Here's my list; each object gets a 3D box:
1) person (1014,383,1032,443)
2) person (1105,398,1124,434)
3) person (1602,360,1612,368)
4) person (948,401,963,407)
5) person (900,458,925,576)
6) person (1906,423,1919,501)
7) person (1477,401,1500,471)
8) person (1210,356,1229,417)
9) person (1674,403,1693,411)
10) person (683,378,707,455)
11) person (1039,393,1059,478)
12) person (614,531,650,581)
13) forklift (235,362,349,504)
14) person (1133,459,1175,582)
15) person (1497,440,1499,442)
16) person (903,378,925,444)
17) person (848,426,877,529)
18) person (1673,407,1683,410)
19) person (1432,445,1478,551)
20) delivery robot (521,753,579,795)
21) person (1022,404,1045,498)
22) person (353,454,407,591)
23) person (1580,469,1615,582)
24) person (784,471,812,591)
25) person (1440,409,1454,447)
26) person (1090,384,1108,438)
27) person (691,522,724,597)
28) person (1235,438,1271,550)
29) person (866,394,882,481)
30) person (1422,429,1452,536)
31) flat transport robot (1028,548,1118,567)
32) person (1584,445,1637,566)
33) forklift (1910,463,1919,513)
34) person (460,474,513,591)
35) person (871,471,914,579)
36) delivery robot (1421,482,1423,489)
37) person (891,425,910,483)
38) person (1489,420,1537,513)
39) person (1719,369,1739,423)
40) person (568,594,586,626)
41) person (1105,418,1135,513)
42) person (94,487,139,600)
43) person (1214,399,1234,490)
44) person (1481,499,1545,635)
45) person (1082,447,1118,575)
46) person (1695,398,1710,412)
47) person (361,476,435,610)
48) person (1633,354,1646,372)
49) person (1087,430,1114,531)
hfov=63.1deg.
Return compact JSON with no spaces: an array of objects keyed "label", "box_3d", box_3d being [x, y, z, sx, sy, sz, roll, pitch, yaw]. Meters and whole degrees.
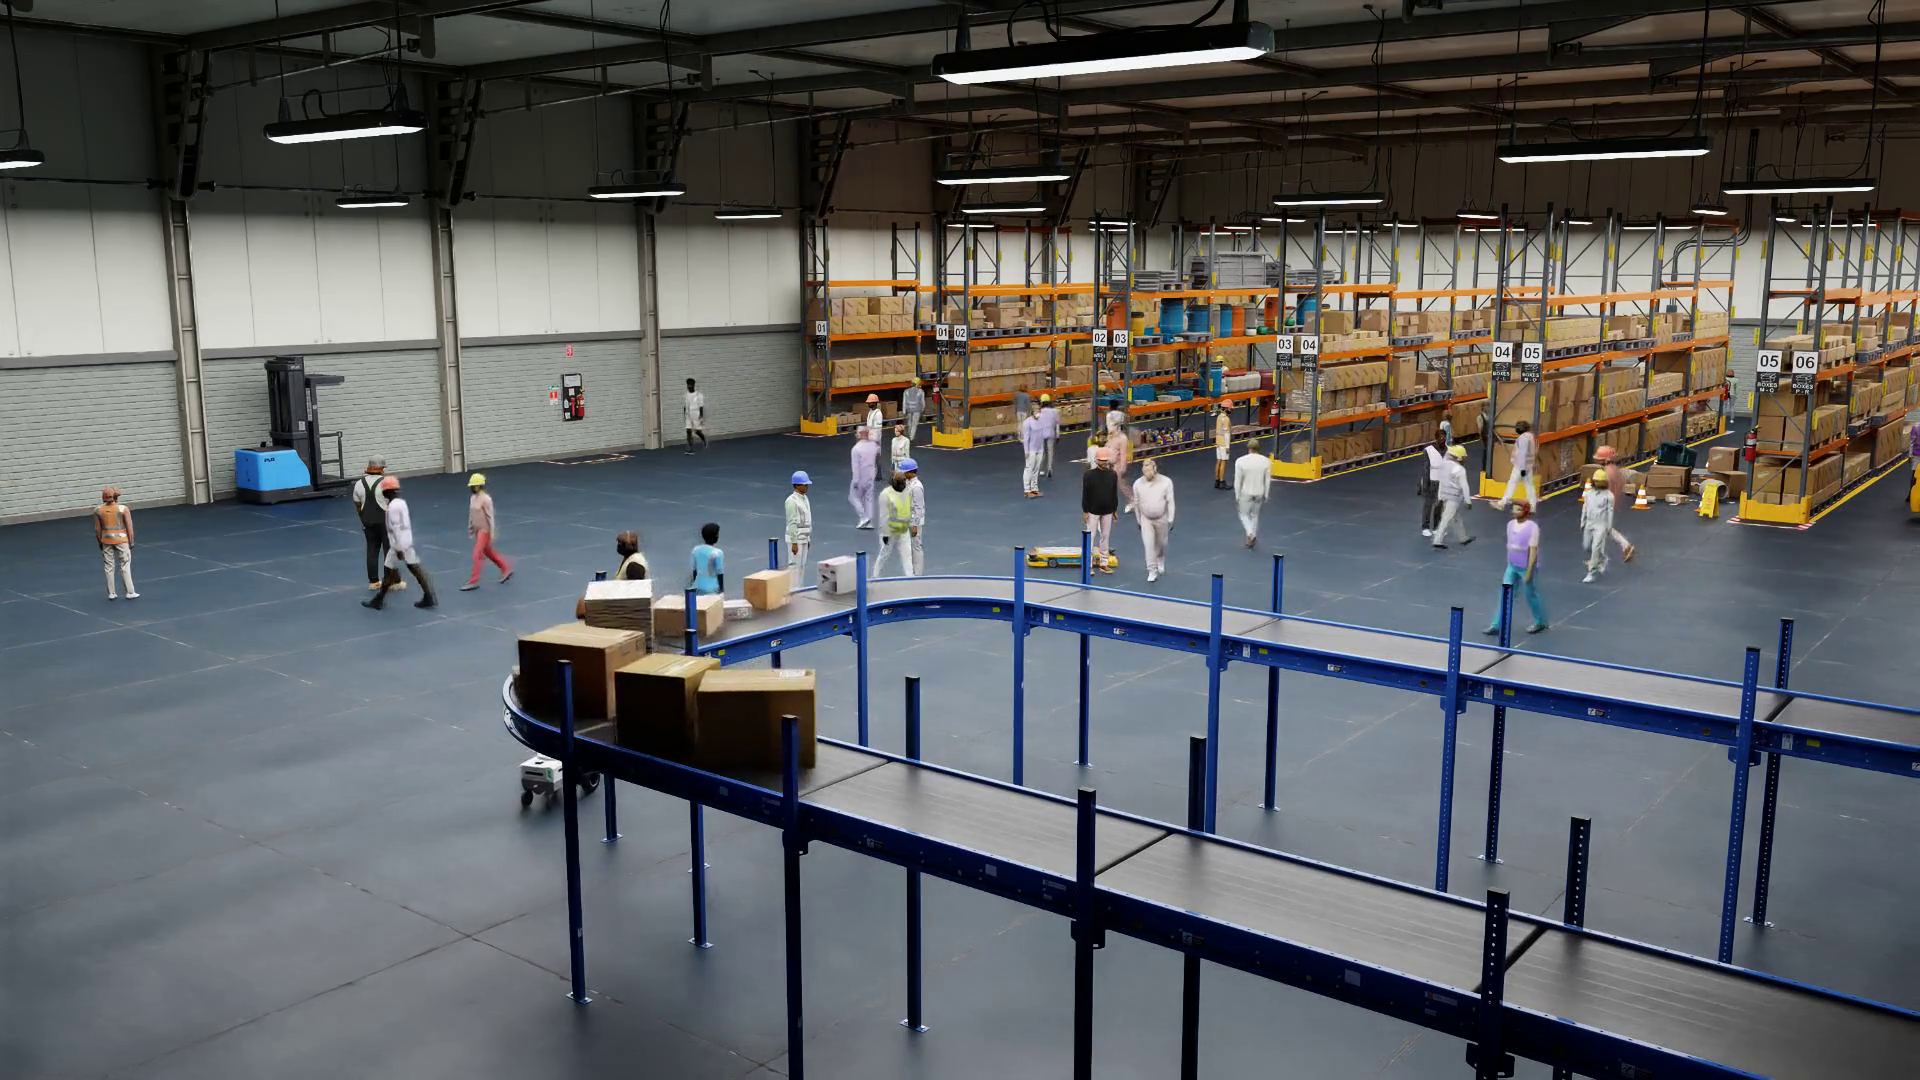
[{"label":"person","box_3d":[1.731,-3.440,42.254,0.539,1.616,0.464,7,13,36]},{"label":"person","box_3d":[3.587,-2.476,36.660,0.363,1.688,0.538,9,14,42]},{"label":"person","box_3d":[20.508,-4.926,49.818,0.834,1.913,0.556,2,10,13]},{"label":"person","box_3d":[-0.121,-3.744,43.295,0.520,1.865,0.335,8,13,38]},{"label":"person","box_3d":[-0.724,-0.270,23.523,0.395,1.940,0.601,-3,10,-16]},{"label":"person","box_3d":[19.554,-1.727,31.738,0.552,1.933,0.372,8,13,37]},{"label":"person","box_3d":[11.769,-2.191,34.760,0.604,1.791,0.657,0,10,3]},{"label":"person","box_3d":[8.176,-4.849,49.334,0.588,1.927,0.370,7,12,36]},{"label":"person","box_3d":[21.238,-4.222,46.068,1.003,1.822,0.616,4,11,21]},{"label":"person","box_3d":[-6.745,-3.157,39.749,0.628,1.950,0.705,4,11,24]},{"label":"person","box_3d":[1.957,-2.375,35.497,0.590,1.899,0.856,0,10,3]},{"label":"person","box_3d":[-3.746,0.780,18.036,0.947,1.802,0.626,-4,11,-21]},{"label":"forklift","box_3d":[-13.803,-2.244,32.110,1.129,2.768,1.873,8,13,37]},{"label":"person","box_3d":[2.991,-0.342,24.144,0.652,1.868,0.871,2,10,9]},{"label":"person","box_3d":[13.641,-2.987,39.059,0.593,1.850,0.848,8,13,39]},{"label":"person","box_3d":[-1.237,-3.470,42.068,0.589,1.772,0.921,3,11,17]},{"label":"person","box_3d":[-1.780,-1.131,28.491,0.420,1.898,0.639,8,13,38]},{"label":"person","box_3d":[21.475,-4.339,46.688,0.581,1.846,0.531,7,12,33]},{"label":"person","box_3d":[8.410,-0.709,26.435,0.927,1.778,0.612,-2,10,-12]},{"label":"delivery robot","box_3d":[-3.678,2.048,14.232,0.477,0.478,0.707,3,11,18]},{"label":"person","box_3d":[1.540,-1.856,32.457,0.362,1.936,0.631,9,13,41]},{"label":"person","box_3d":[-8.602,-0.257,23.286,0.683,2.000,0.538,2,10,12]},{"label":"person","box_3d":[9.786,-0.242,23.956,0.640,1.727,0.493,-7,12,-33]},{"label":"person","box_3d":[-2.262,-0.008,22.026,0.393,1.949,0.602,2,10,13]},{"label":"person","box_3d":[10.676,-2.053,34.410,0.310,1.636,0.523,1,10,3]},{"label":"person","box_3d":[3.562,-3.113,40.086,0.547,1.745,0.595,5,11,28]},{"label":"person","box_3d":[-3.156,0.614,19.328,0.531,1.668,0.790,8,13,39]},{"label":"person","box_3d":[4.933,-0.760,26.343,0.633,1.922,0.640,-2,10,-9]},{"label":"person","box_3d":[-1.935,-2.296,34.932,0.359,1.938,0.545,-5,11,-28]},{"label":"person","box_3d":[8.491,-1.034,27.889,0.597,1.914,0.373,-4,11,-19]},{"label":"flat transport robot","box_3d":[1.817,0.269,25.305,1.431,0.197,0.652,0,10,2]},{"label":"person","box_3d":[10.394,-0.532,24.930,0.692,1.967,0.642,7,13,36]},{"label":"forklift","box_3d":[19.034,-1.348,28.998,2.313,2.155,1.214,8,13,37]},{"label":"person","box_3d":[-7.126,-0.154,23.463,0.874,1.730,0.536,-9,14,-43]},{"label":"person","box_3d":[-0.986,-0.156,23.326,0.658,1.805,0.938,-9,14,-43]},{"label":"delivery robot","box_3d":[9.916,-1.273,32.922,0.477,0.478,0.707,4,11,20]},{"label":"person","box_3d":[-1.180,-1.501,31.330,0.318,1.628,0.508,-10,14,-43]},{"label":"person","box_3d":[10.862,-1.436,30.485,0.926,1.794,0.652,8,13,36]},{"label":"person","box_3d":[23.299,-4.362,47.416,0.499,1.634,0.285,4,11,19]},{"label":"person","box_3d":[-3.600,1.338,15.415,0.513,1.604,0.627,-6,12,-32]},{"label":"person","box_3d":[3.011,-1.425,30.213,0.897,1.873,0.649,-9,13,-41]},{"label":"person","box_3d":[-12.182,0.050,22.573,0.512,1.639,0.311,-1,10,-5]},{"label":"person","box_3d":[5.690,-2.063,33.632,0.376,1.934,0.547,-2,10,-10]},{"label":"person","box_3d":[7.320,0.353,20.434,0.955,1.799,0.581,-4,11,-21]},{"label":"person","box_3d":[2.197,-0.458,24.426,0.611,1.996,0.387,-4,11,-20]},{"label":"person","box_3d":[21.629,-4.156,45.490,0.638,1.909,0.408,-8,13,-40]},{"label":"person","box_3d":[-7.896,0.038,21.976,1.008,1.880,0.566,0,10,-1]},{"label":"person","box_3d":[21.588,-4.965,49.648,0.610,2.048,0.366,-2,10,-10]},{"label":"person","box_3d":[2.531,-1.081,28.314,0.553,1.854,0.535,0,10,-1]}]
